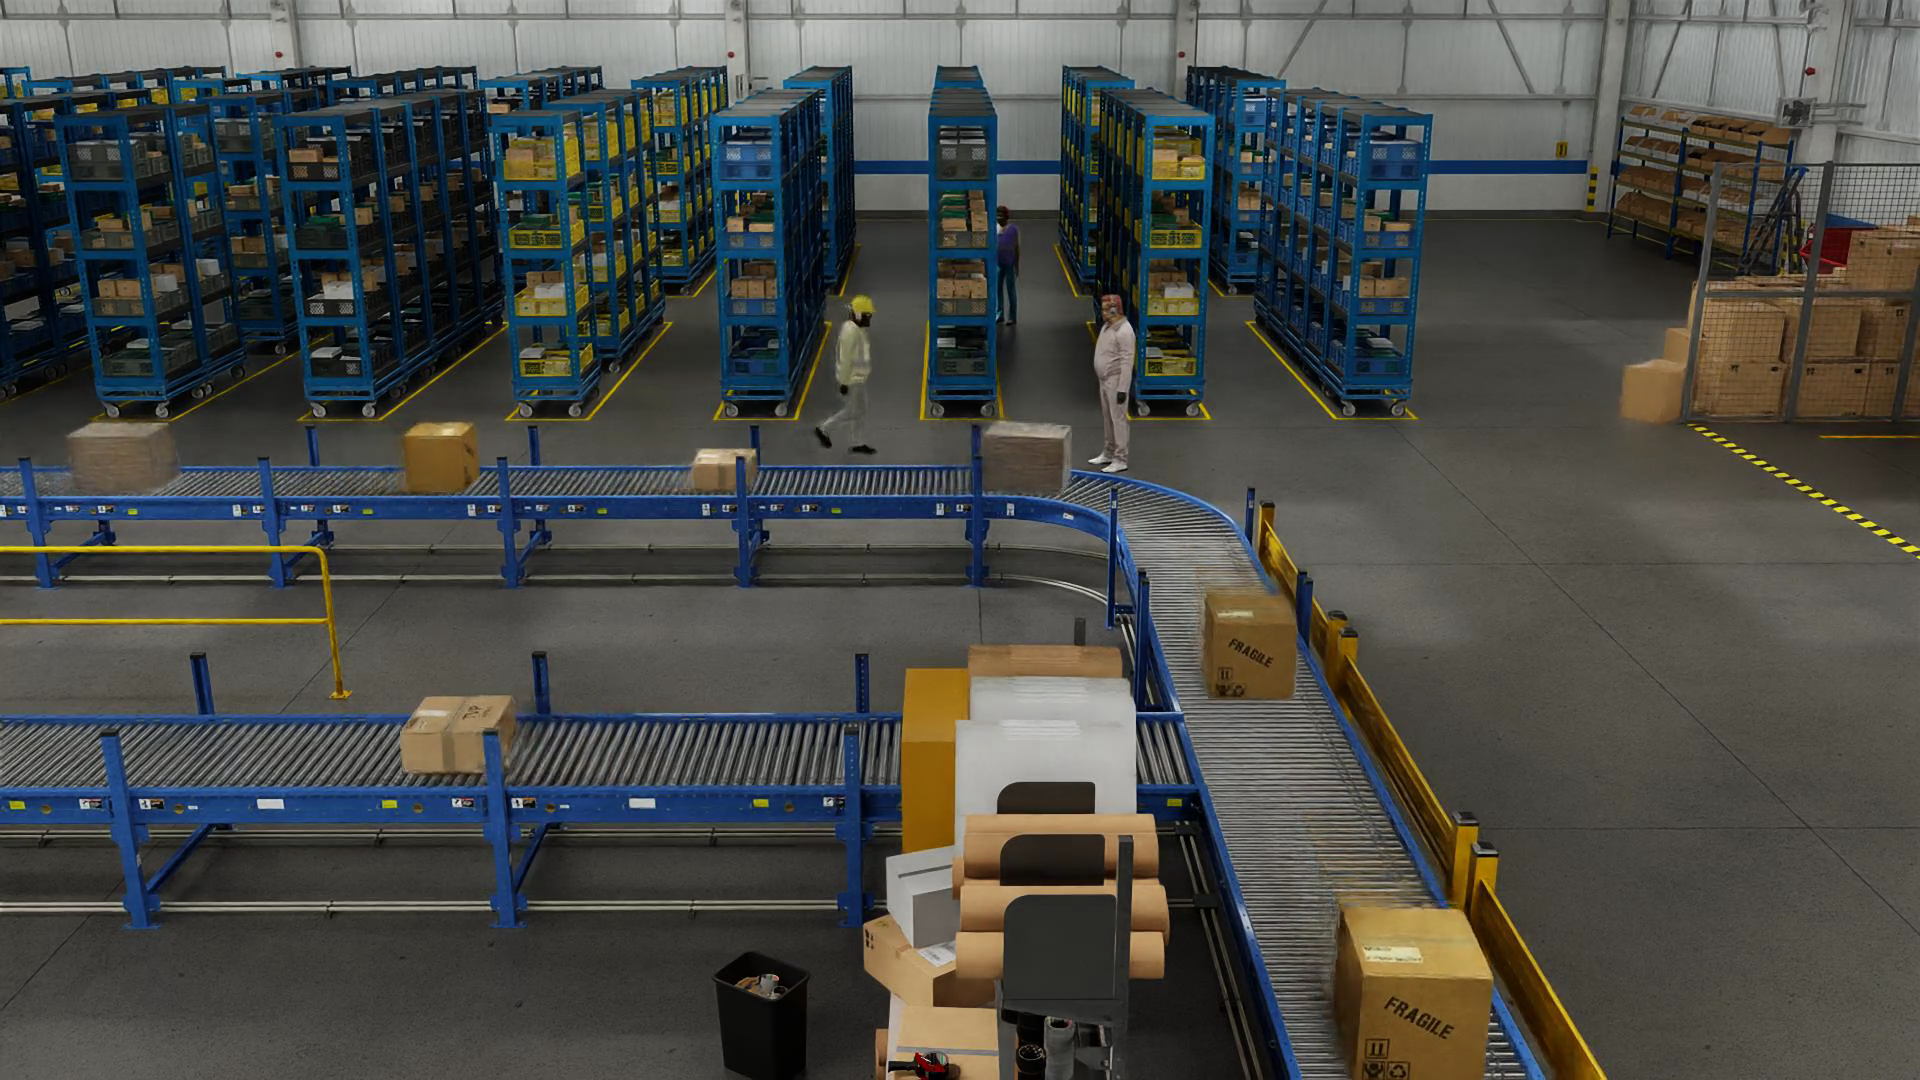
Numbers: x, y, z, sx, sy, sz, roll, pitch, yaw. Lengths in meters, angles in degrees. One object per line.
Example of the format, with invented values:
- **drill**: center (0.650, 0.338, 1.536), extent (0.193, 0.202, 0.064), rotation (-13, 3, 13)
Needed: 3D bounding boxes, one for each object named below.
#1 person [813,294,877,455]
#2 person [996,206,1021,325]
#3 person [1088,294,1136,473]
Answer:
- **person**: center (-1.238, -1.807, 18.283), extent (0.654, 1.804, 0.624), rotation (3, 18, 10)
- **person**: center (0.687, -4.268, 25.826), extent (0.573, 1.831, 0.398), rotation (11, 21, 30)
- **person**: center (1.617, -1.669, 17.711), extent (0.401, 1.901, 0.640), rotation (-5, 19, -14)
